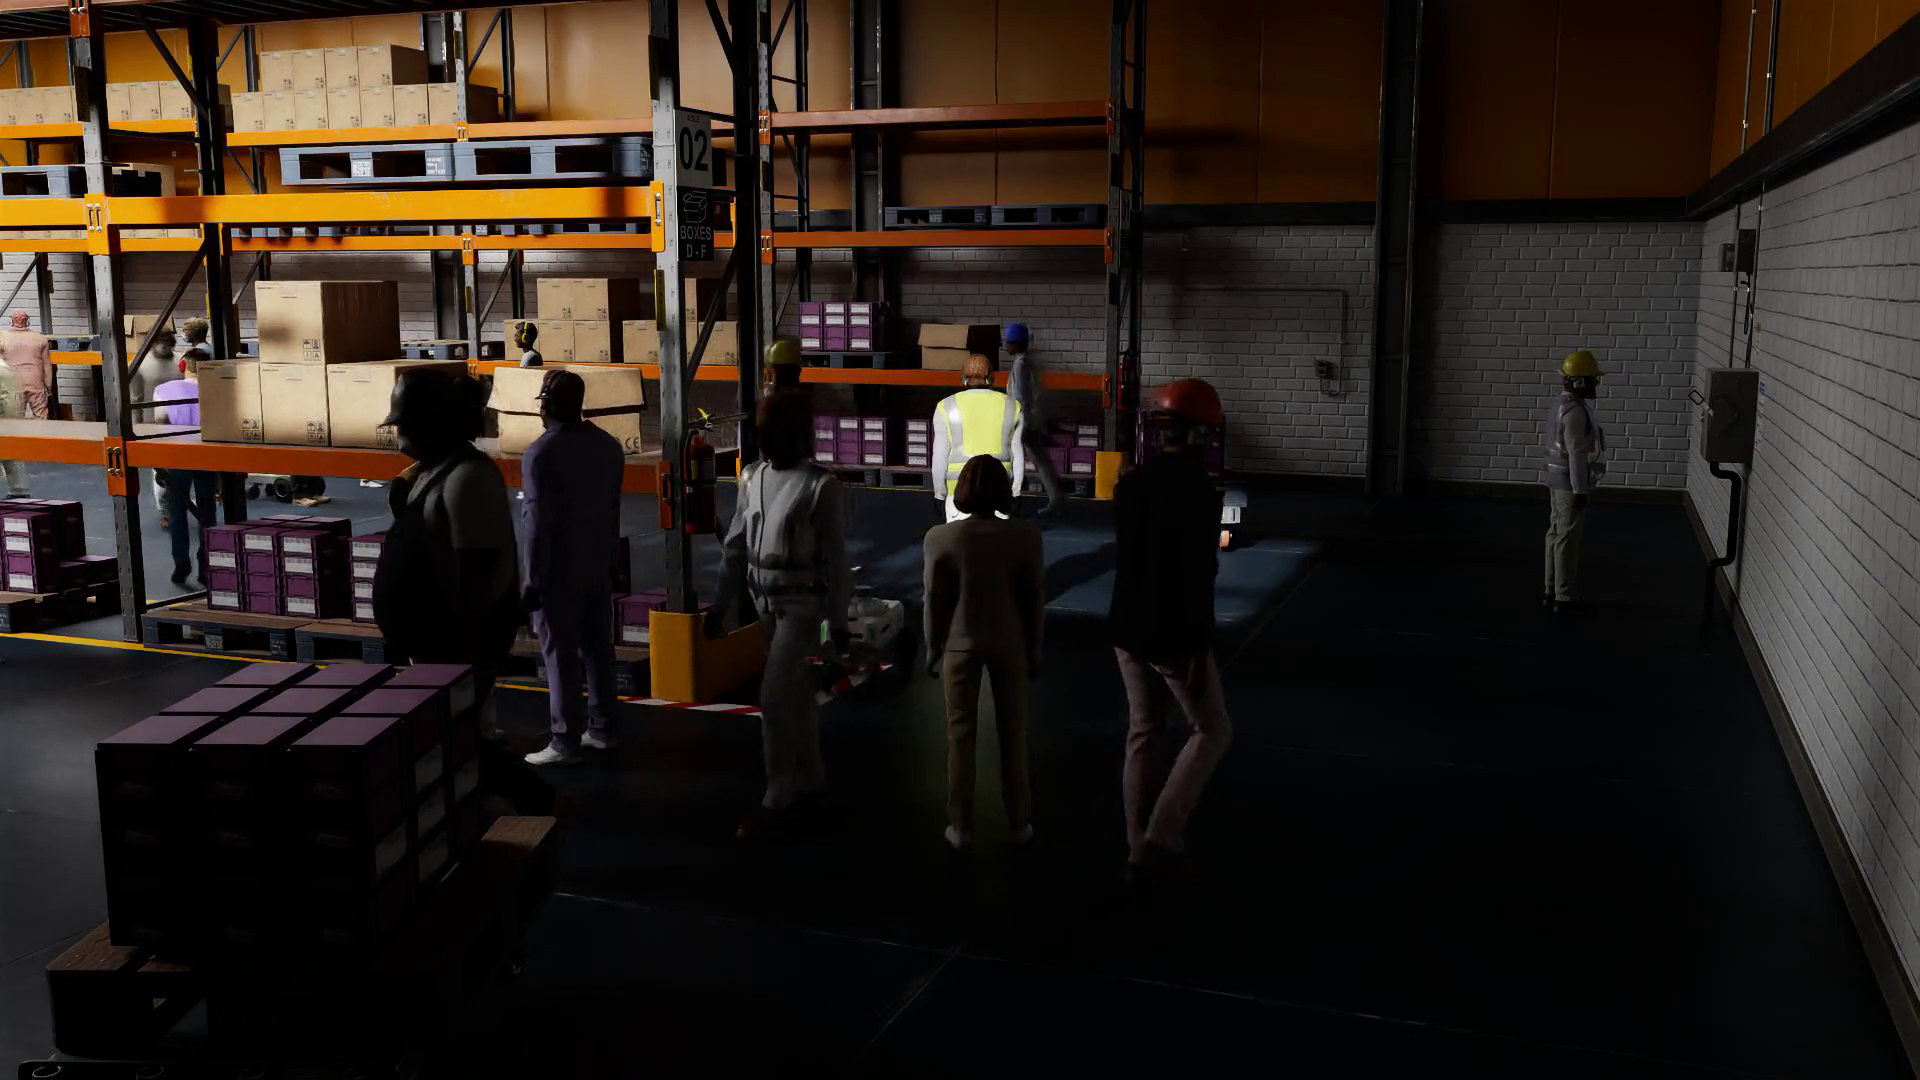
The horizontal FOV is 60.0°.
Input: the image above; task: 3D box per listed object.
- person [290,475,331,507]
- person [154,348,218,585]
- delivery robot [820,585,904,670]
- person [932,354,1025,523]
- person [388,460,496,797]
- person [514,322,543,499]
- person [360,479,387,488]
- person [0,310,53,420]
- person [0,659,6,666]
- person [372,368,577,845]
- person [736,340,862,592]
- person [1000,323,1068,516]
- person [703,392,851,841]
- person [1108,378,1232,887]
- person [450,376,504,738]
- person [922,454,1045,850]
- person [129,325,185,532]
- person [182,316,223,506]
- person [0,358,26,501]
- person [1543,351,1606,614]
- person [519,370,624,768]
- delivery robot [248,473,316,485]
[{"bbox_3d":[-6.684,-1.260,16.999,0.337,1.838,0.509,1,9,6],"label":"person"},{"bbox_3d":[-5.859,-0.563,12.755,0.606,1.795,0.555,-6,11,-32],"label":"person"},{"bbox_3d":[-0.562,0.508,9.628,0.477,0.478,0.707,2,9,12],"label":"delivery robot"},{"bbox_3d":[0.118,-0.319,11.100,0.631,1.837,0.428,-2,9,-10],"label":"person"},{"bbox_3d":[-2.277,0.279,7.320,0.429,1.846,0.632,3,10,19],"label":"person"},{"bbox_3d":[-4.543,-1.361,17.540,0.328,1.872,0.514,-1,9,-9],"label":"person"},{"bbox_3d":[-6.590,-1.399,18.500,0.309,1.641,0.514,-2,9,-10],"label":"person"},{"bbox_3d":[-12.177,-2.036,21.667,0.641,1.908,0.407,-6,11,-34],"label":"person"},{"bbox_3d":[-6.024,-0.147,9.898,0.536,1.884,0.613,0,9,-2],"label":"person"},{"bbox_3d":[-1.928,0.326,6.409,0.632,2.000,0.696,-5,10,-27],"label":"person"},{"bbox_3d":[-1.245,-0.526,12.272,0.983,1.874,0.613,1,9,5],"label":"person"},{"bbox_3d":[0.586,-1.160,16.215,1.029,1.888,0.649,2,9,12],"label":"person"},{"bbox_3d":[-0.827,0.313,7.035,0.742,1.859,0.589,-8,12,-42],"label":"person"},{"bbox_3d":[0.817,0.366,6.389,0.457,1.970,0.611,-6,11,-34],"label":"person"},{"bbox_3d":[-2.467,0.125,8.228,0.309,1.864,0.535,-1,9,-6],"label":"person"},{"bbox_3d":[0.096,0.462,6.832,0.501,1.632,0.287,0,9,0],"label":"person"},{"bbox_3d":[-7.297,-1.033,15.388,0.628,1.905,0.834,-7,11,-36],"label":"person"},{"bbox_3d":[-7.752,-1.315,17.033,0.364,1.939,0.636,-2,9,-10],"label":"person"},{"bbox_3d":[-9.929,-1.225,16.899,0.769,1.801,0.596,-8,12,-43],"label":"person"},{"bbox_3d":[4.301,-0.405,11.655,0.403,1.833,0.586,1,9,7],"label":"person"},{"bbox_3d":[-1.897,0.136,8.021,0.409,1.906,0.652,5,10,26],"label":"person"},{"bbox_3d":[-7.131,-0.742,17.476,0.707,0.478,0.477,4,10,23],"label":"delivery robot"}]
